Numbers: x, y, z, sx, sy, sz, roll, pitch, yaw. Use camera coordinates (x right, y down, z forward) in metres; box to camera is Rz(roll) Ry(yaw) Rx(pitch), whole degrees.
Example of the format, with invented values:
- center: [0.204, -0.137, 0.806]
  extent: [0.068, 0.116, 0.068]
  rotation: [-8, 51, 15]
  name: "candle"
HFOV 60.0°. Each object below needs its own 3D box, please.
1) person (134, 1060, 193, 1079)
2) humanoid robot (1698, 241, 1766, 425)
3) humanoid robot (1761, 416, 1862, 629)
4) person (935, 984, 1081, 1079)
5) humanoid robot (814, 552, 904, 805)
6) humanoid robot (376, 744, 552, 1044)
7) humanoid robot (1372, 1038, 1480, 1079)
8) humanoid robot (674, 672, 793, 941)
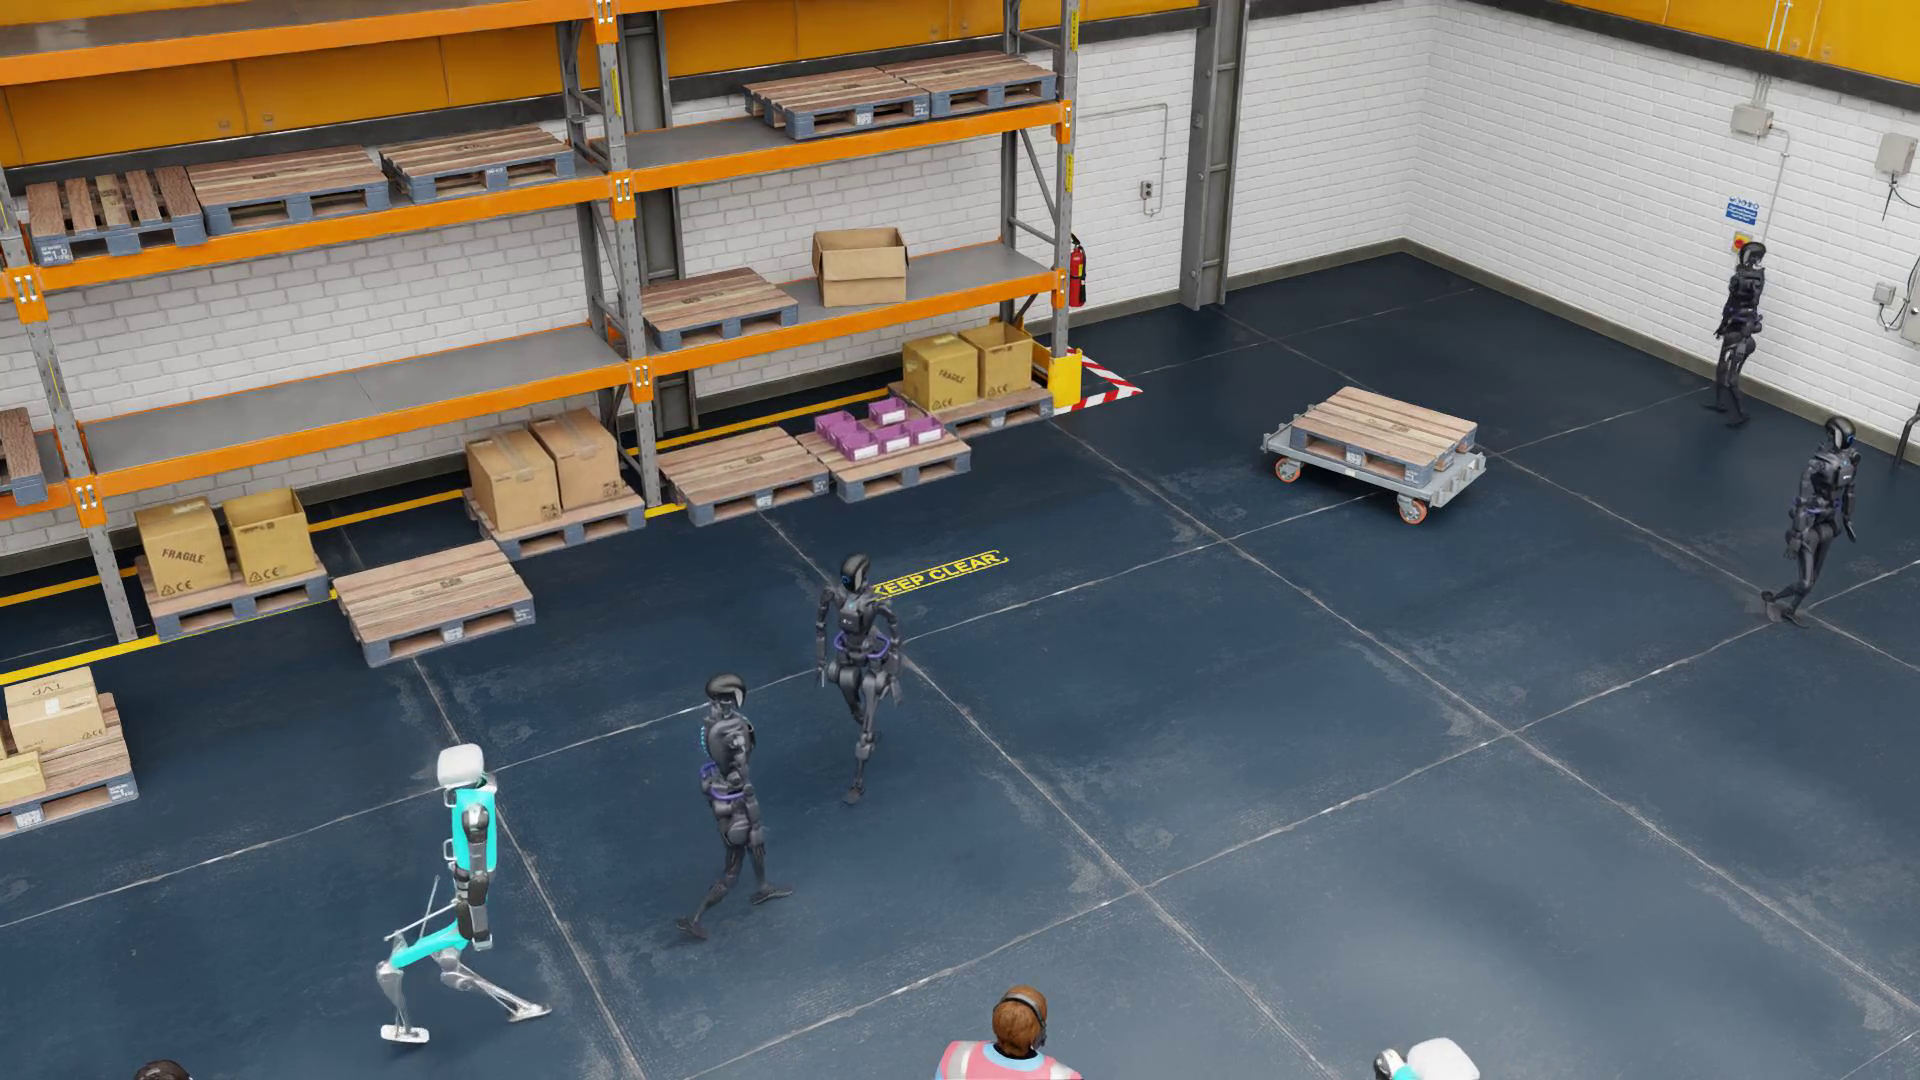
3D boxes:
- center: [-2.889, 2.770, 6.446]
  extent: [0.536, 1.872, 0.415]
  rotation: [-9, 31, -16]
  name: "person"
- center: [6.977, -1.871, 14.848]
  extent: [0.379, 1.642, 0.599]
  rotation: [1, 29, 2]
  name: "humanoid robot"
- center: [6.073, -0.117, 11.752]
  extent: [0.589, 1.652, 0.355]
  rotation: [-14, 32, -23]
  name: "humanoid robot"
- center: [0.217, 2.565, 6.852]
  extent: [0.629, 1.837, 0.432]
  rotation: [9, 31, 15]
  name: "person"
- center: [-0.623, 0.777, 10.215]
  extent: [0.614, 1.622, 0.785]
  rotation: [11, 31, 19]
  name: "humanoid robot"
- center: [-2.651, 1.844, 8.275]
  extent: [1.025, 1.769, 0.535]
  rotation: [-9, 31, -16]
  name: "humanoid robot"
- center: [2.039, 2.640, 6.830]
  extent: [0.837, 1.787, 0.546]
  rotation: [-16, 33, -26]
  name: "humanoid robot"
- center: [-1.281, 1.428, 9.056]
  extent: [0.738, 1.639, 0.589]
  rotation: [-14, 32, -23]
  name: "humanoid robot"
